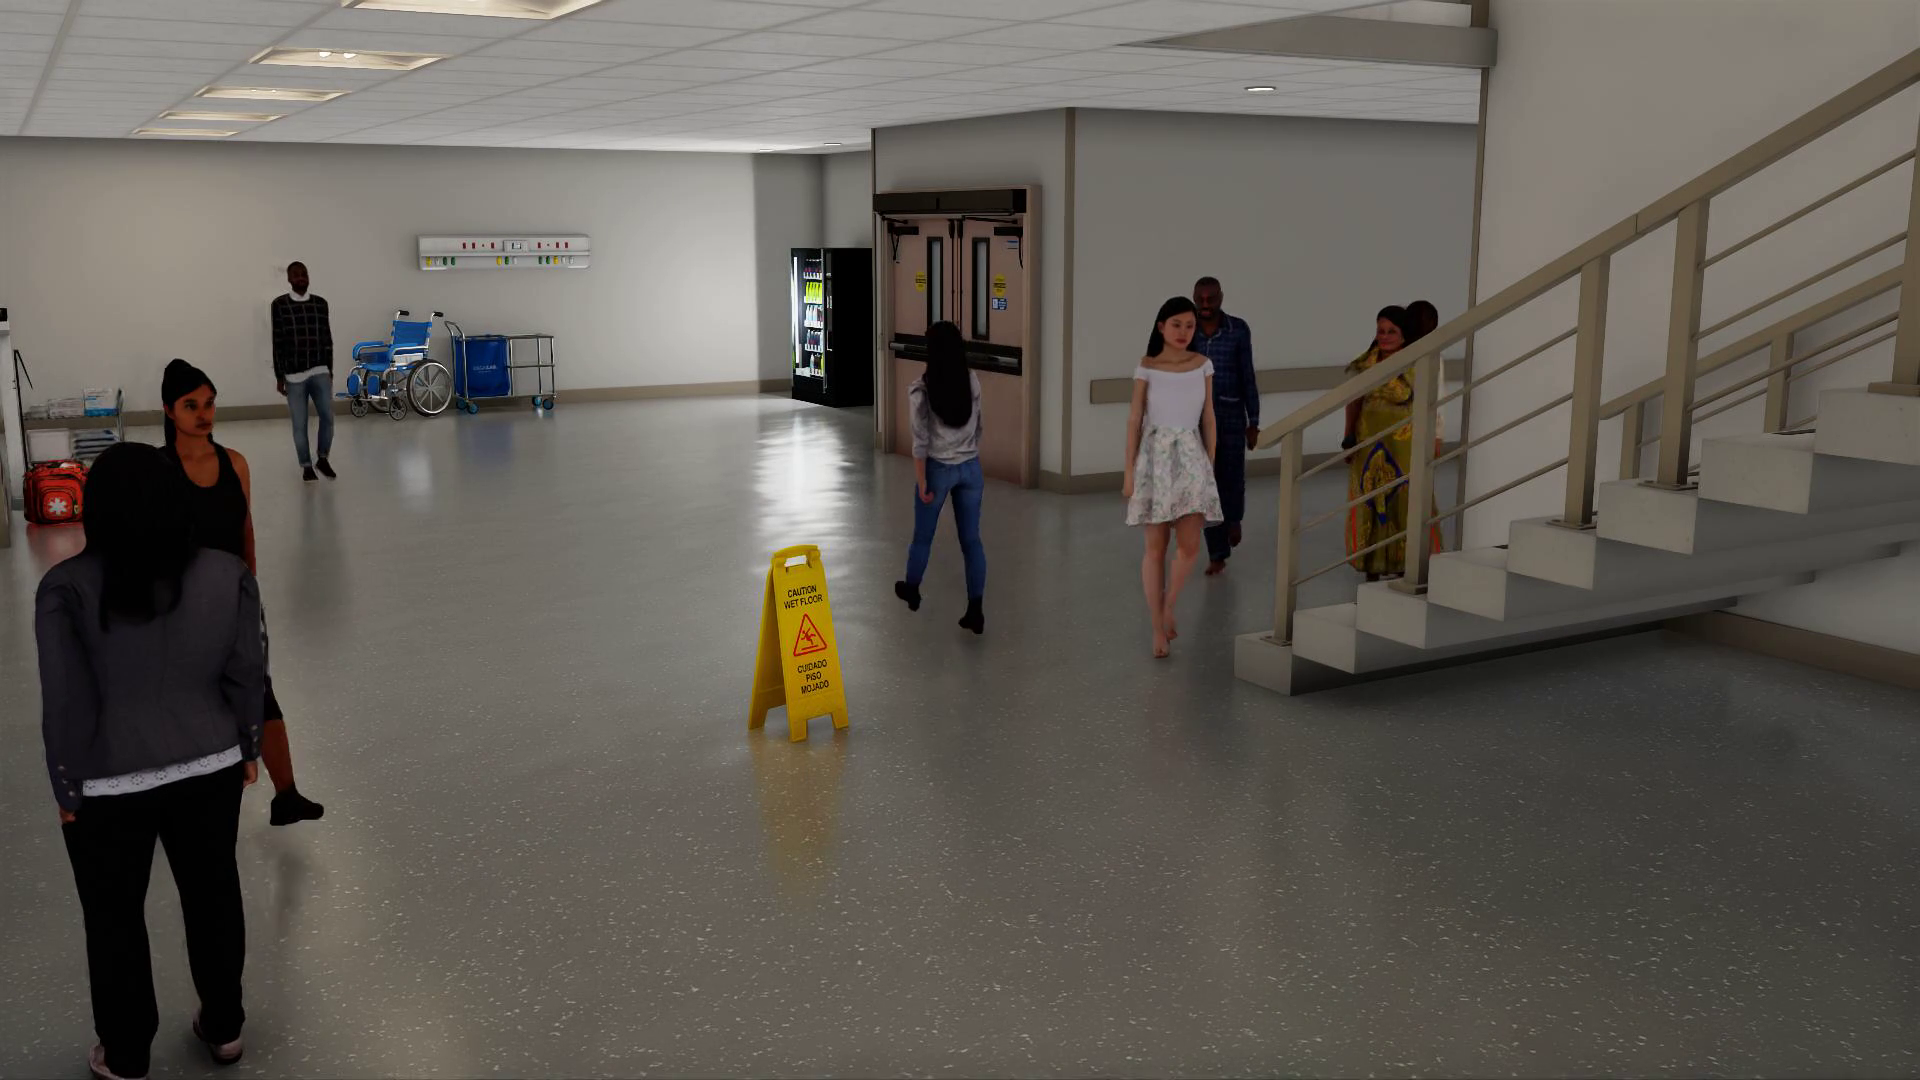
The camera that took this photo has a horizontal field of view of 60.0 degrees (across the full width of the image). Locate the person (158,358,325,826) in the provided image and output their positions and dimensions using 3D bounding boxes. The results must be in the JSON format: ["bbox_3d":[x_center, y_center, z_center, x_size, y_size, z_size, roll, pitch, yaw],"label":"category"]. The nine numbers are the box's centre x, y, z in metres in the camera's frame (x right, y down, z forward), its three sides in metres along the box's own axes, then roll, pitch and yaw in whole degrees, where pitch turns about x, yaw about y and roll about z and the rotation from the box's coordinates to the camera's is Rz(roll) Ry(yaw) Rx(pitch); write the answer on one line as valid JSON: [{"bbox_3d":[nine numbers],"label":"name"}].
[{"bbox_3d":[-2.696,0.206,5.809,1.078,1.642,0.811,8,14,38],"label":"person"}]

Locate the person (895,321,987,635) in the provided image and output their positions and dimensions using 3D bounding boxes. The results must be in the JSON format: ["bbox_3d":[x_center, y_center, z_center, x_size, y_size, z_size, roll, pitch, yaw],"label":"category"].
[{"bbox_3d":[-0.003,-0.293,8.592,0.662,1.585,1.030,-5,12,-25],"label":"person"}]

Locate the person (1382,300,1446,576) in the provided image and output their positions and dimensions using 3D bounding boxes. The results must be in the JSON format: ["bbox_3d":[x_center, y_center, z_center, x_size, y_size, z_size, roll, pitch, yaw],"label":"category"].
[{"bbox_3d":[2.595,-0.574,9.879,0.724,1.658,0.808,8,13,35],"label":"person"}]

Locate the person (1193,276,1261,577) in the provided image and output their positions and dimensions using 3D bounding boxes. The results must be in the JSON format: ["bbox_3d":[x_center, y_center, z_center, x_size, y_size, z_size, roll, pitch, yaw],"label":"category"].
[{"bbox_3d":[1.572,-0.703,10.172,0.962,1.801,1.020,2,11,12],"label":"person"}]

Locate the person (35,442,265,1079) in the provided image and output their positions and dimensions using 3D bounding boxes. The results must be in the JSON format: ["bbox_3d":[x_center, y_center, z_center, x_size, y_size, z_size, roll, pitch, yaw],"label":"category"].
[{"bbox_3d":[-1.982,0.556,4.094,0.726,1.595,0.725,-10,14,-41],"label":"person"}]

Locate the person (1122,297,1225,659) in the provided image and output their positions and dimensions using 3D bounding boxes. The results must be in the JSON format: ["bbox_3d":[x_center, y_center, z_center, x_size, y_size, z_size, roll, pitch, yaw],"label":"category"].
[{"bbox_3d":[1.023,-0.299,8.146,0.781,1.763,0.834,0,11,0],"label":"person"}]

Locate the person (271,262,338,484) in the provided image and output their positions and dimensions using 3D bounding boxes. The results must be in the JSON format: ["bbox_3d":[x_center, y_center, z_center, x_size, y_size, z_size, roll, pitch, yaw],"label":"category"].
[{"bbox_3d":[-5.414,-1.369,13.668,0.680,1.807,0.652,-7,13,-34],"label":"person"}]

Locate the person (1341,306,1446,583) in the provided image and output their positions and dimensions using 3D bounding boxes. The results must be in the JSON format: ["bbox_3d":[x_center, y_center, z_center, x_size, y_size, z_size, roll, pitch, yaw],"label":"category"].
[{"bbox_3d":[2.554,-0.560,9.839,0.905,1.644,1.008,6,12,28],"label":"person"}]
